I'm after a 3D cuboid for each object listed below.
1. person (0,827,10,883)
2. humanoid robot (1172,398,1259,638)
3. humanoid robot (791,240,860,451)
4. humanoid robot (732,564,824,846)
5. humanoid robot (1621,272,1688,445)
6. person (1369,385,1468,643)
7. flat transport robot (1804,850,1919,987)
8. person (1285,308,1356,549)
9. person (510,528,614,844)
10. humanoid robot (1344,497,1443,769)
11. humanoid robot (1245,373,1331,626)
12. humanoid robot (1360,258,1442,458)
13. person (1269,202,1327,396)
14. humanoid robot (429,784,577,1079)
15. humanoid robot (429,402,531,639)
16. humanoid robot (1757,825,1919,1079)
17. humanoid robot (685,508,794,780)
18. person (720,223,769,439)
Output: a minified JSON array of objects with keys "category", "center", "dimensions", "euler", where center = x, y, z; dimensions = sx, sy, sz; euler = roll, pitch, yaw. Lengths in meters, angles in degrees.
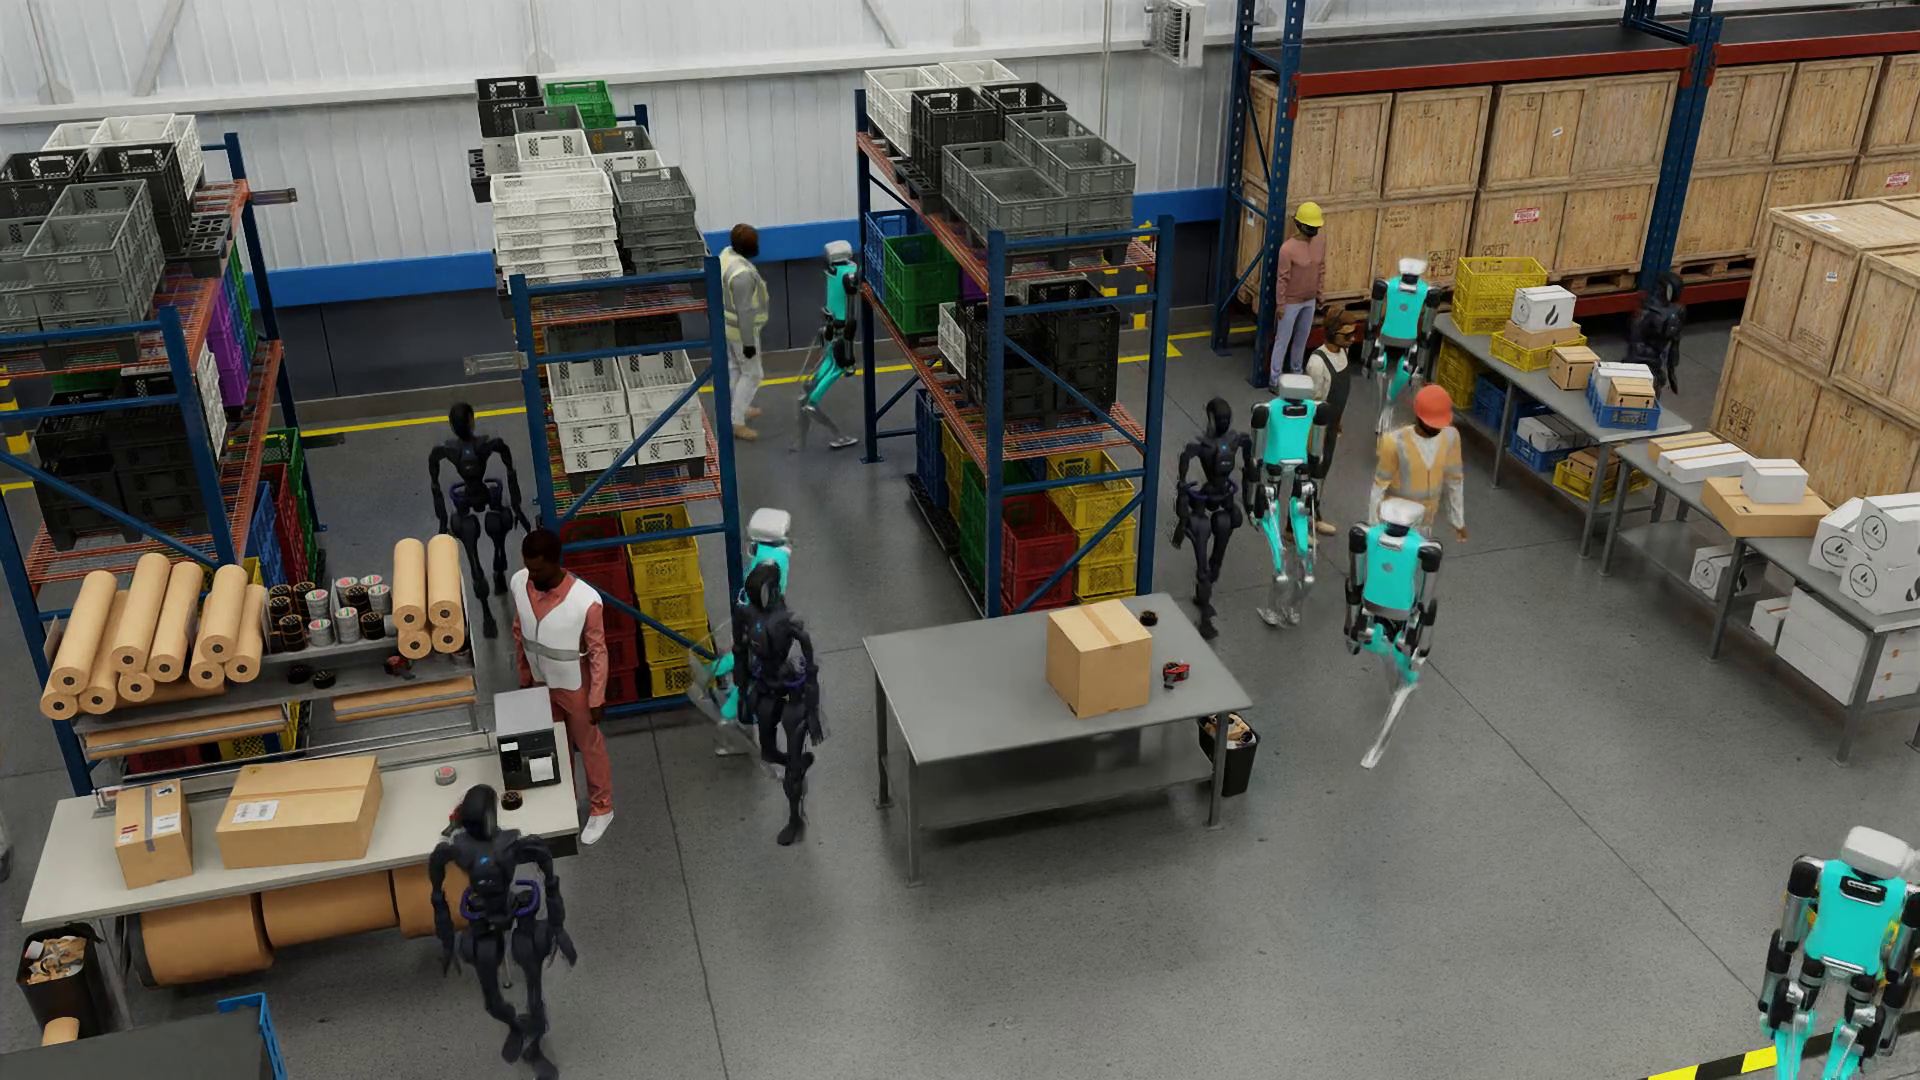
[{"category":"person","center":[-5.248,1.200,8.403],"dimensions":[0.573,1.779,1.023],"euler":[-7,30,-12]},{"category":"humanoid robot","center":[1.721,-0.156,10.997],"dimensions":[0.609,1.645,0.624],"euler":[-10,30,-18]},{"category":"humanoid robot","center":[-1.145,-1.459,13.385],"dimensions":[0.714,1.880,0.534],"euler":[-11,31,-20]},{"category":"humanoid robot","center":[-0.951,0.843,9.181],"dimensions":[0.606,1.646,0.561],"euler":[14,32,24]},{"category":"humanoid robot","center":[5.381,-1.342,13.138],"dimensions":[0.584,1.641,0.448],"euler":[-14,32,-24]},{"category":"person","center":[2.951,-0.130,10.695],"dimensions":[0.569,1.899,0.689],"euler":[-12,31,-20]},{"category":"flat transport robot","center":[5.163,1.916,8.676],"dimensions":[1.431,0.231,0.659],"euler":[-8,30,-14]},{"category":"person","center":[2.620,-0.812,12.017],"dimensions":[0.338,1.838,0.506],"euler":[19,34,30]},{"category":"person","center":[-2.153,0.773,9.047],"dimensions":[0.590,1.916,0.393],"euler":[14,32,23]},{"category":"humanoid robot","center":[2.627,0.449,9.851],"dimensions":[0.544,1.792,0.919],"euler":[18,33,29]},{"category":"humanoid robot","center":[2.180,-0.177,10.920],"dimensions":[0.532,1.759,0.694],"euler":[-4,29,-7]},{"category":"humanoid robot","center":[3.511,-1.505,13.392],"dimensions":[0.564,1.727,1.072],"euler":[8,30,13]},{"category":"person","center":[2.943,-2.072,14.384],"dimensions":[0.521,1.762,0.335],"euler":[-18,33,-29]},{"category":"humanoid robot","center":[-2.066,1.747,7.541],"dimensions":[0.611,1.647,0.409],"euler":[-5,29,-8]},{"category":"humanoid robot","center":[-3.213,-0.210,11.148],"dimensions":[0.598,1.645,0.768],"euler":[-9,30,-15]},{"category":"humanoid robot","center":[3.548,2.076,6.847],"dimensions":[0.551,1.751,0.773],"euler":[14,32,24]},{"category":"humanoid robot","center":[-1.320,0.639,9.508],"dimensions":[0.784,1.802,0.553],"euler":[1,29,1]},{"category":"person","center":[-1.798,-1.754,13.752],"dimensions":[0.441,1.826,0.767],"euler":[-10,30,-17]}]
